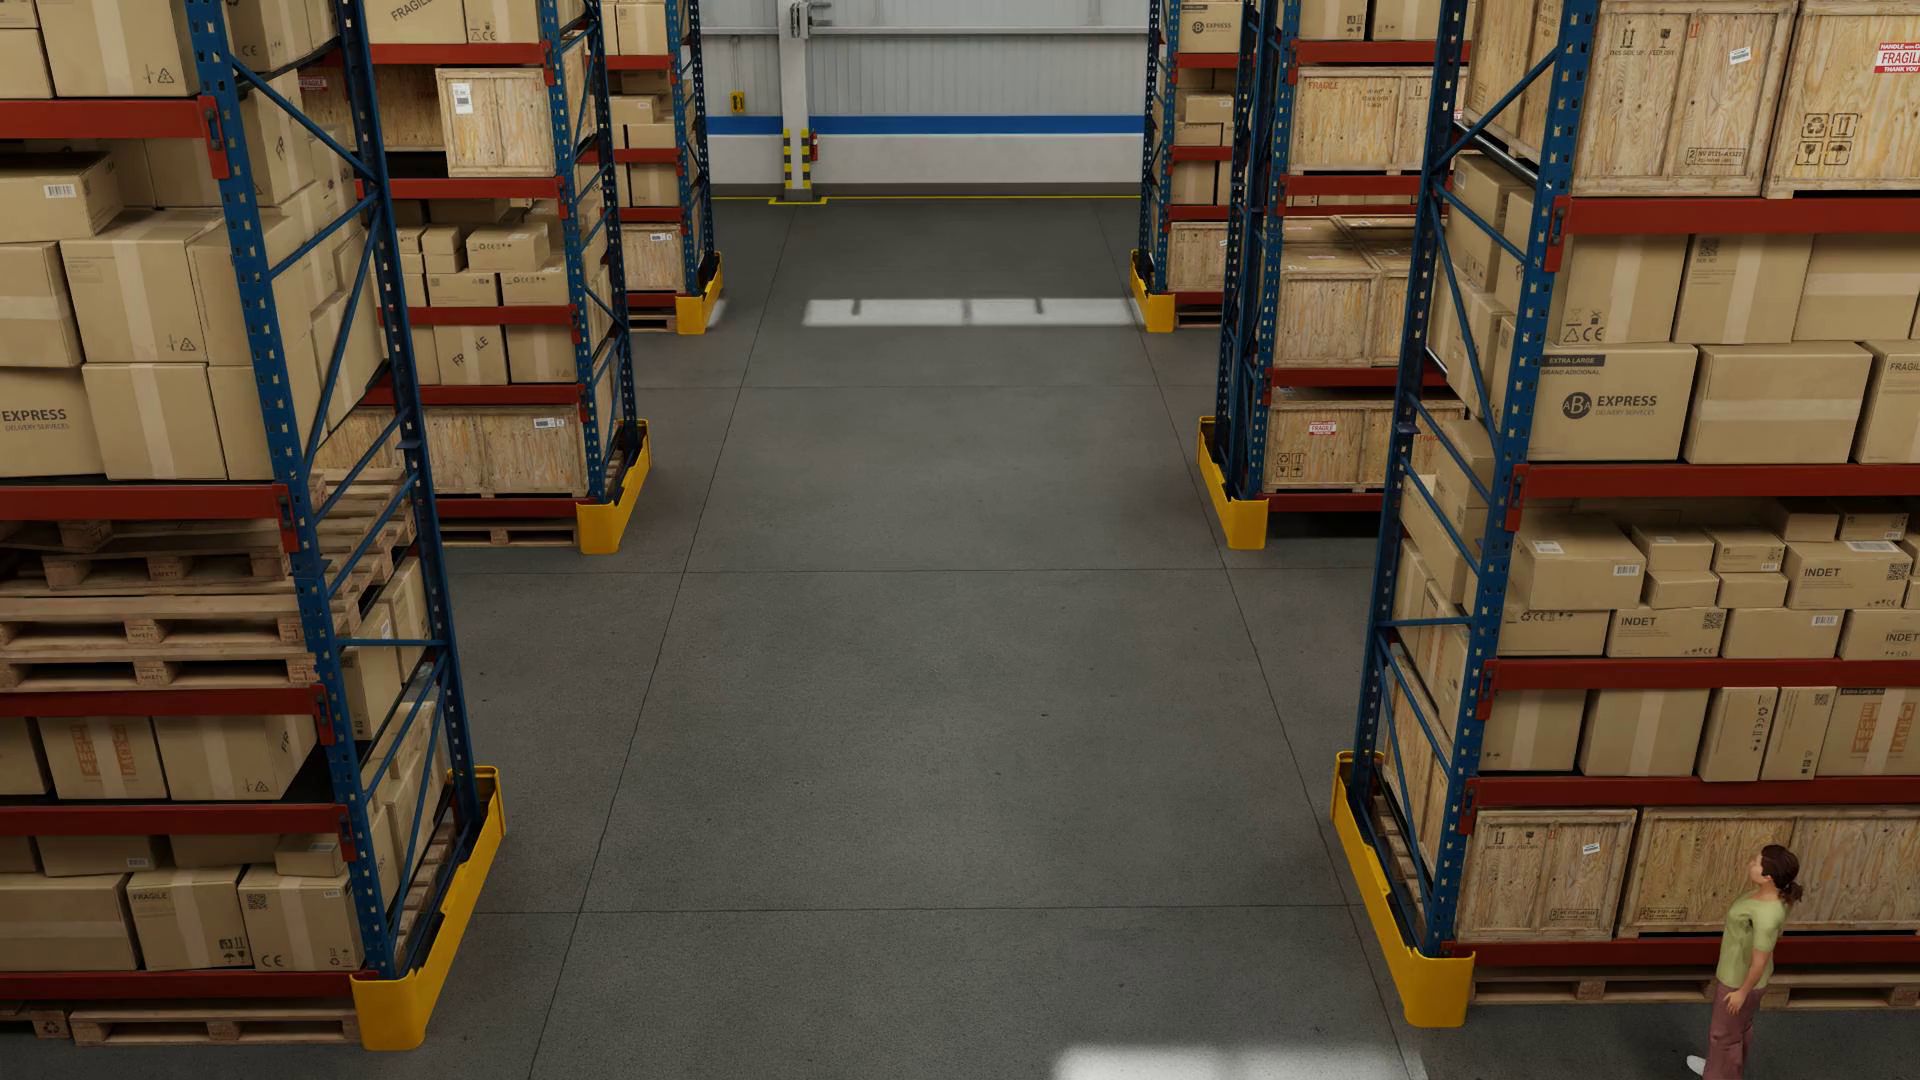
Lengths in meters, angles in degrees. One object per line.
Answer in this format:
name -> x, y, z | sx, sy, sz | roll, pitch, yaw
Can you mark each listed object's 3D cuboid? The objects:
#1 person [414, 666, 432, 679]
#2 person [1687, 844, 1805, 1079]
person -> -4.586, 0.275, 13.323 | 0.743, 1.707, 0.584 | 4, 25, 10
person -> 4.218, 2.349, 8.961 | 0.379, 1.673, 0.432 | 17, 30, 32
